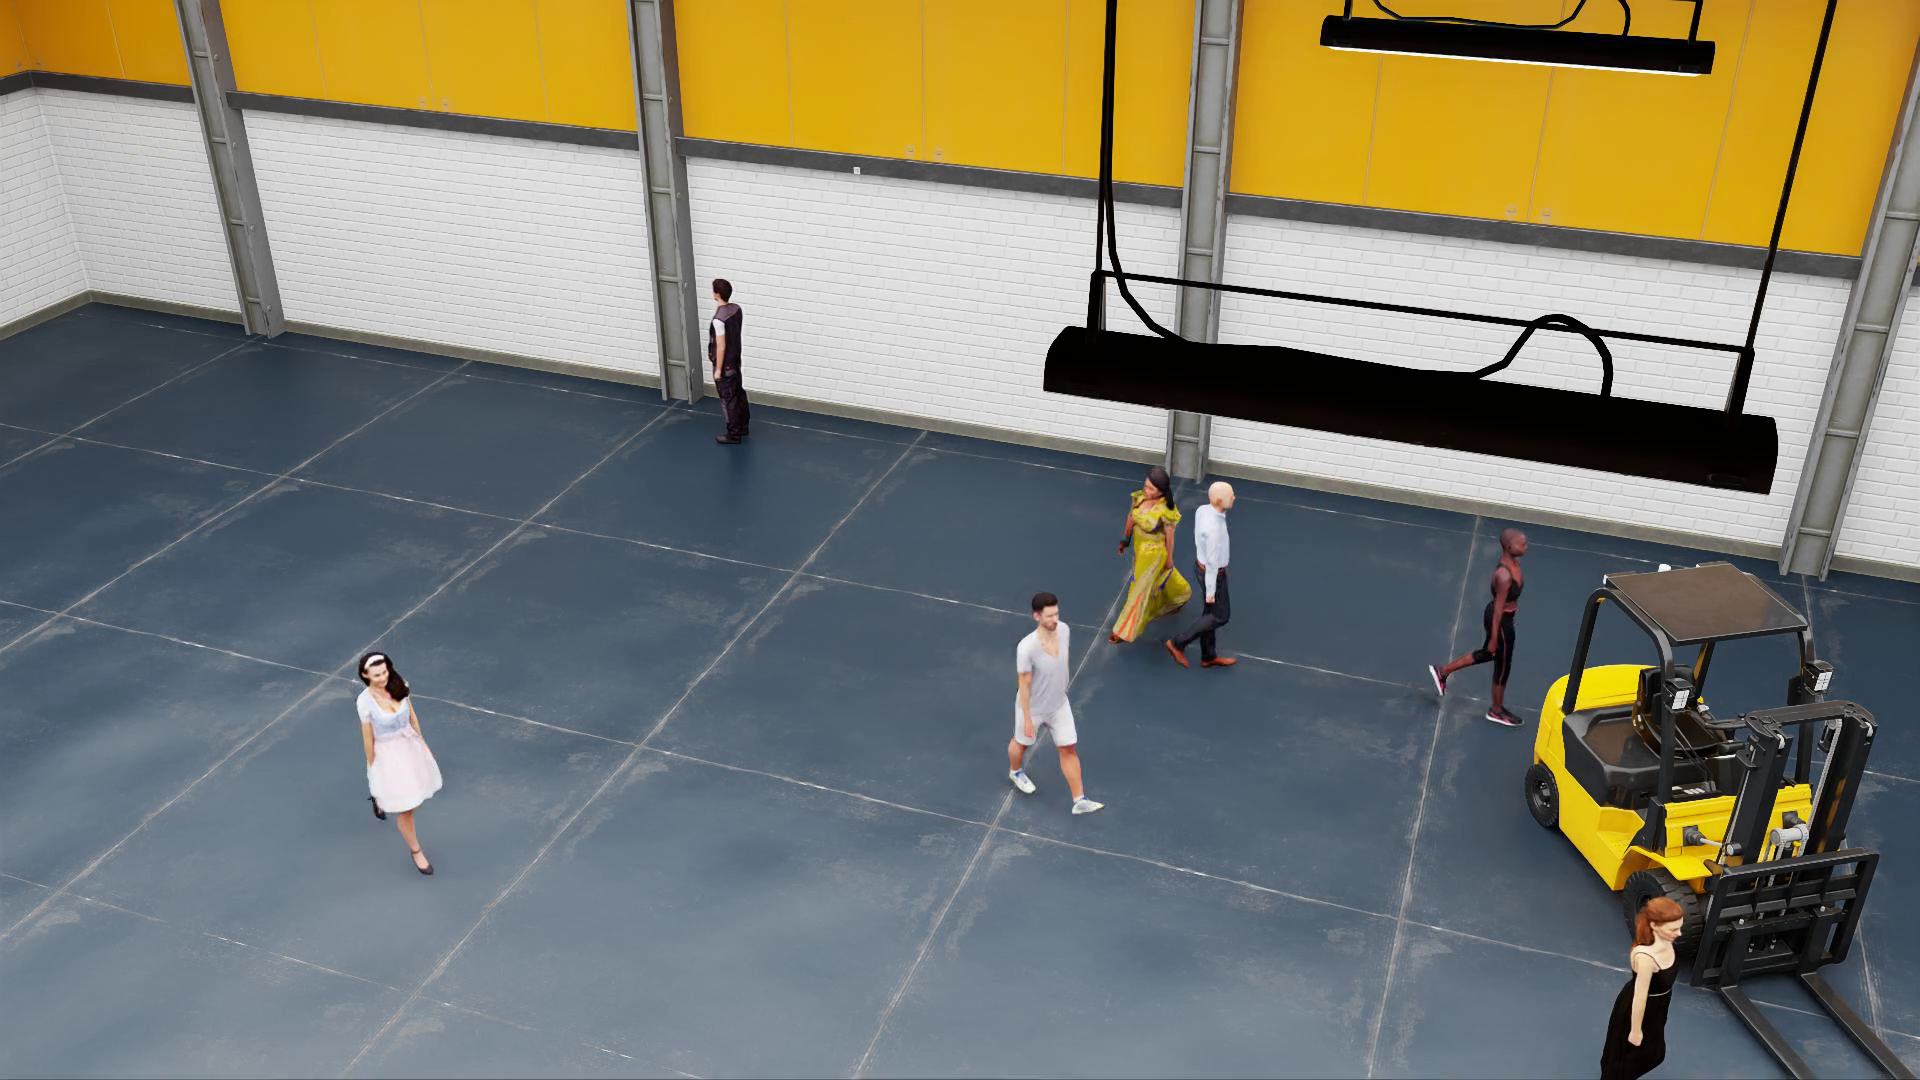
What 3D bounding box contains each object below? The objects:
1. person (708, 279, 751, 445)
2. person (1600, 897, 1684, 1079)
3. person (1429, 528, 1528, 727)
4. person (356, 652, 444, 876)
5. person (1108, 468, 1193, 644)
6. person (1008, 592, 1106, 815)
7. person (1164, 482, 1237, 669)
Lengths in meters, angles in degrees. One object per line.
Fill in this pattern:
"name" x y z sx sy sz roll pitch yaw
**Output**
"person" -2.514 -1.946 18.044 0.560 1.848 0.654 9 30 17
"person" 3.950 2.737 9.692 0.648 1.626 0.637 20 34 32
"person" 4.232 0.664 13.370 1.035 1.741 0.622 12 31 21
"person" -4.015 1.535 11.714 1.066 1.799 0.844 20 34 31
"person" 1.747 0.092 14.557 1.246 1.610 1.255 -15 32 -26
"person" 0.545 1.170 12.377 1.102 1.805 1.291 -21 35 -33
"person" 2.032 0.323 13.960 0.984 1.777 0.833 -1 29 -1
